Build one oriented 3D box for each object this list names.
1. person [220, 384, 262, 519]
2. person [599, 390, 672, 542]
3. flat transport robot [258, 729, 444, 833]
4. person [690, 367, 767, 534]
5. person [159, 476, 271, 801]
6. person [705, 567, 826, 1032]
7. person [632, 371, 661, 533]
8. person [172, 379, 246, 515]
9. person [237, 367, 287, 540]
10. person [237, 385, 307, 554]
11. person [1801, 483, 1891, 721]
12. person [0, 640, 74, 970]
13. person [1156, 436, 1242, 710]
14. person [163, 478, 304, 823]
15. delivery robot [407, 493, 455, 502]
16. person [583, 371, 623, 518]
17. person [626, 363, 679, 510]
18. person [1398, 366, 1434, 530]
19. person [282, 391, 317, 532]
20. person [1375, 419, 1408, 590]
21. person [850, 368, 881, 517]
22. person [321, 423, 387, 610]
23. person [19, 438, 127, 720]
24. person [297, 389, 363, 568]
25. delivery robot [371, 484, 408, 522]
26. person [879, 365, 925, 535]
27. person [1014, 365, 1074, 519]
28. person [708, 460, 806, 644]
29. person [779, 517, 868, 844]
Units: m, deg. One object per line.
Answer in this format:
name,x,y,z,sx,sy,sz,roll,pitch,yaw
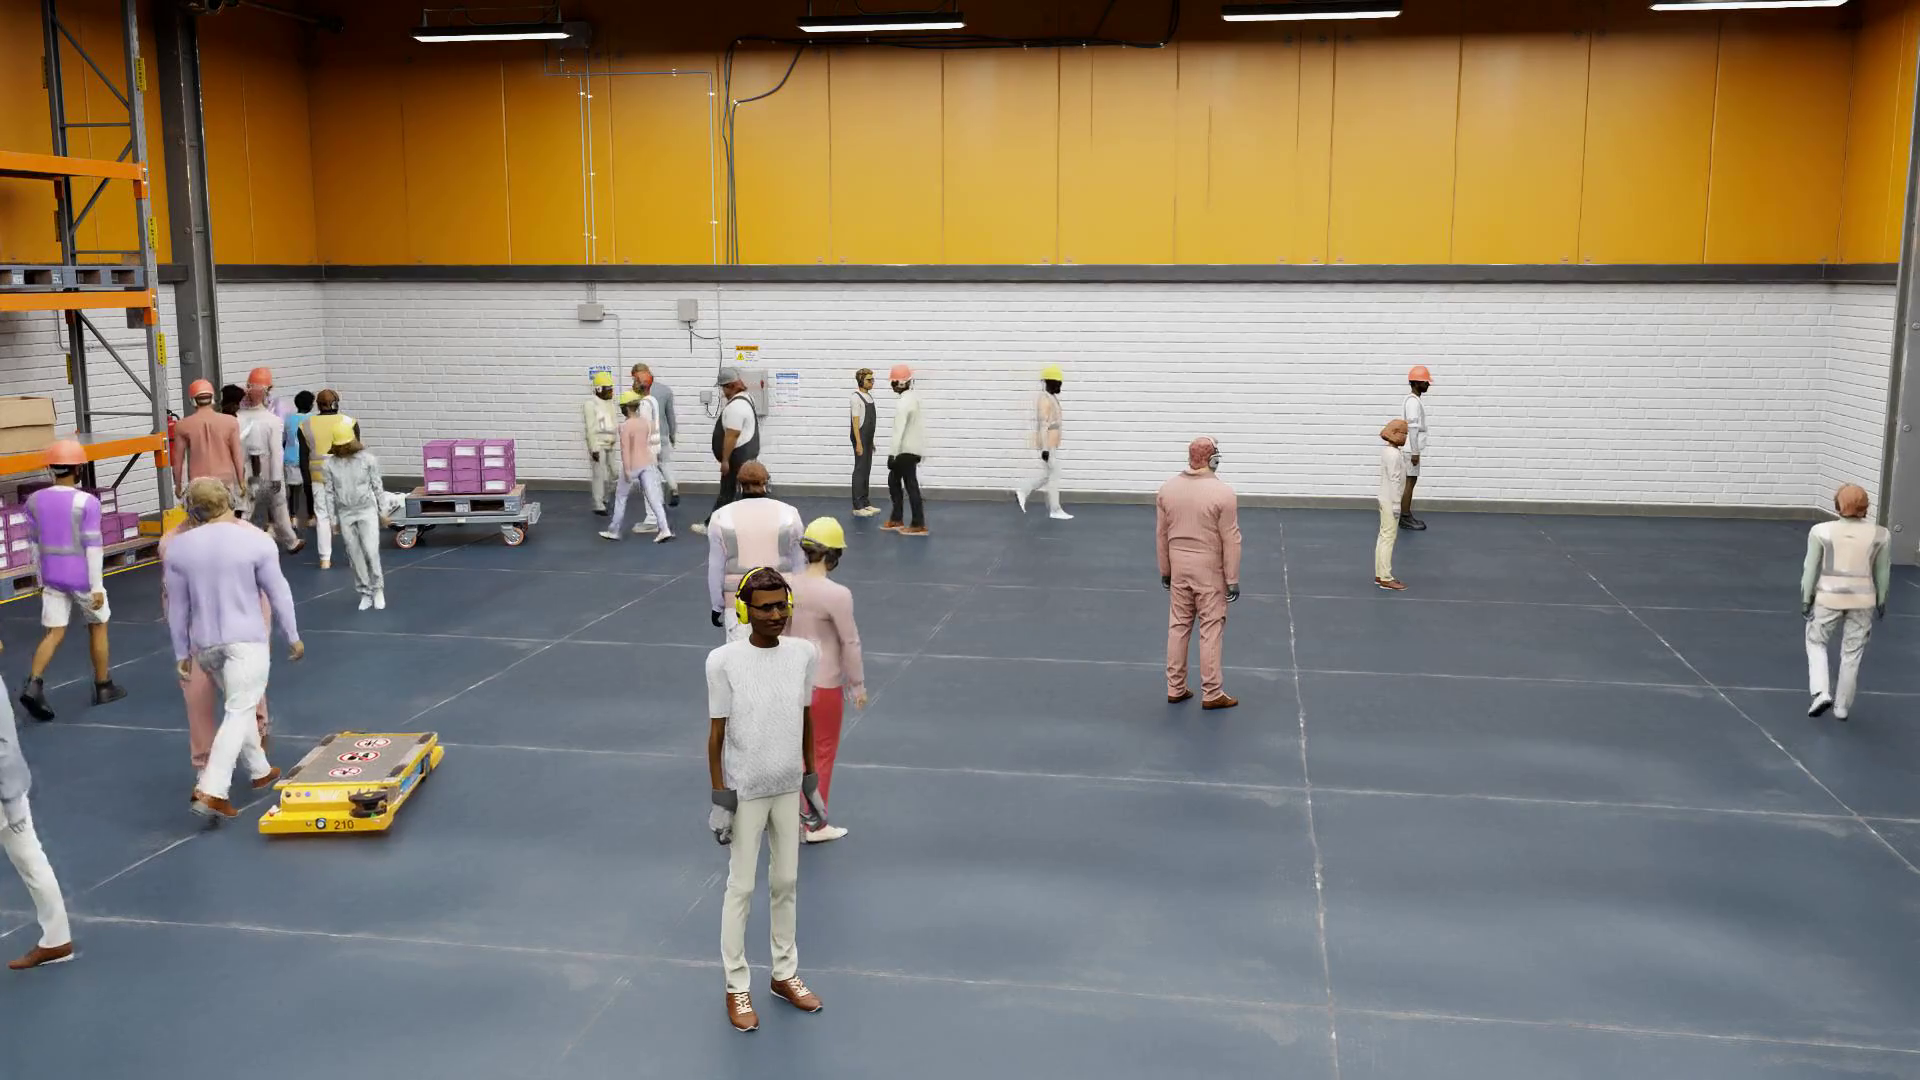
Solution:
person,-7.364,-0.618,16.768,0.655,1.930,0.515,-2,9,-13
person,-3.638,-0.821,18.700,0.944,1.713,0.508,6,11,33
flat transport robot,-3.472,1.363,9.587,0.652,0.197,1.431,-1,9,-4
person,-2.529,-1.015,18.864,1.058,2.000,0.692,0,9,-1
person,-4.378,0.525,9.873,0.641,1.867,0.902,-1,9,-8
person,-0.779,1.026,6.734,0.507,1.872,0.329,-6,11,-35
person,-3.676,-1.030,19.442,0.355,1.885,0.575,-1,9,-4
person,-7.479,-0.611,16.537,0.652,1.974,0.725,-5,10,-29
person,-7.795,-0.919,18.439,0.652,1.987,0.799,1,9,4
person,-7.376,-0.705,17.552,0.653,1.845,1.027,1,9,9
person,5.937,0.432,11.167,0.538,1.630,0.429,3,10,20
person,-4.207,1.102,7.069,0.734,1.603,0.501,-6,11,-31
person,1.686,0.224,11.600,0.654,1.904,0.407,8,12,42
person,-4.130,0.596,9.346,0.646,1.893,0.983,1,9,7
delivery robot,-6.187,-0.469,19.786,0.707,0.478,0.477,-6,11,-35
person,-4.408,-1.174,20.532,0.419,1.816,0.606,4,10,22
person,-3.907,-1.299,21.096,0.664,1.895,0.475,-8,12,-39
person,5.386,-1.091,19.658,0.358,1.936,0.552,2,9,12
person,-7.718,-0.920,19.523,0.544,1.660,0.754,-2,9,-12
person,4.157,-0.348,15.992,0.289,1.632,0.497,1,9,5
person,-1.188,-1.218,20.729,0.345,1.846,0.508,3,10,17
person,-5.404,-0.208,14.859,0.501,1.712,0.466,-1,9,-7
person,-6.132,0.263,11.377,0.554,1.909,0.885,1,9,6
person,-6.431,-0.623,17.066,0.619,1.839,0.430,-2,9,-14
delivery robot,-6.855,-0.421,19.485,0.707,0.478,0.477,-5,10,-29
person,-0.724,-1.029,19.153,0.737,1.967,0.660,2,9,10
person,1.037,-1.206,20.466,0.707,1.908,0.591,2,9,13
person,-1.304,0.405,10.697,0.622,1.838,0.429,-2,9,-11
person,-0.734,0.749,8.824,0.371,1.747,0.521,-9,13,-43
